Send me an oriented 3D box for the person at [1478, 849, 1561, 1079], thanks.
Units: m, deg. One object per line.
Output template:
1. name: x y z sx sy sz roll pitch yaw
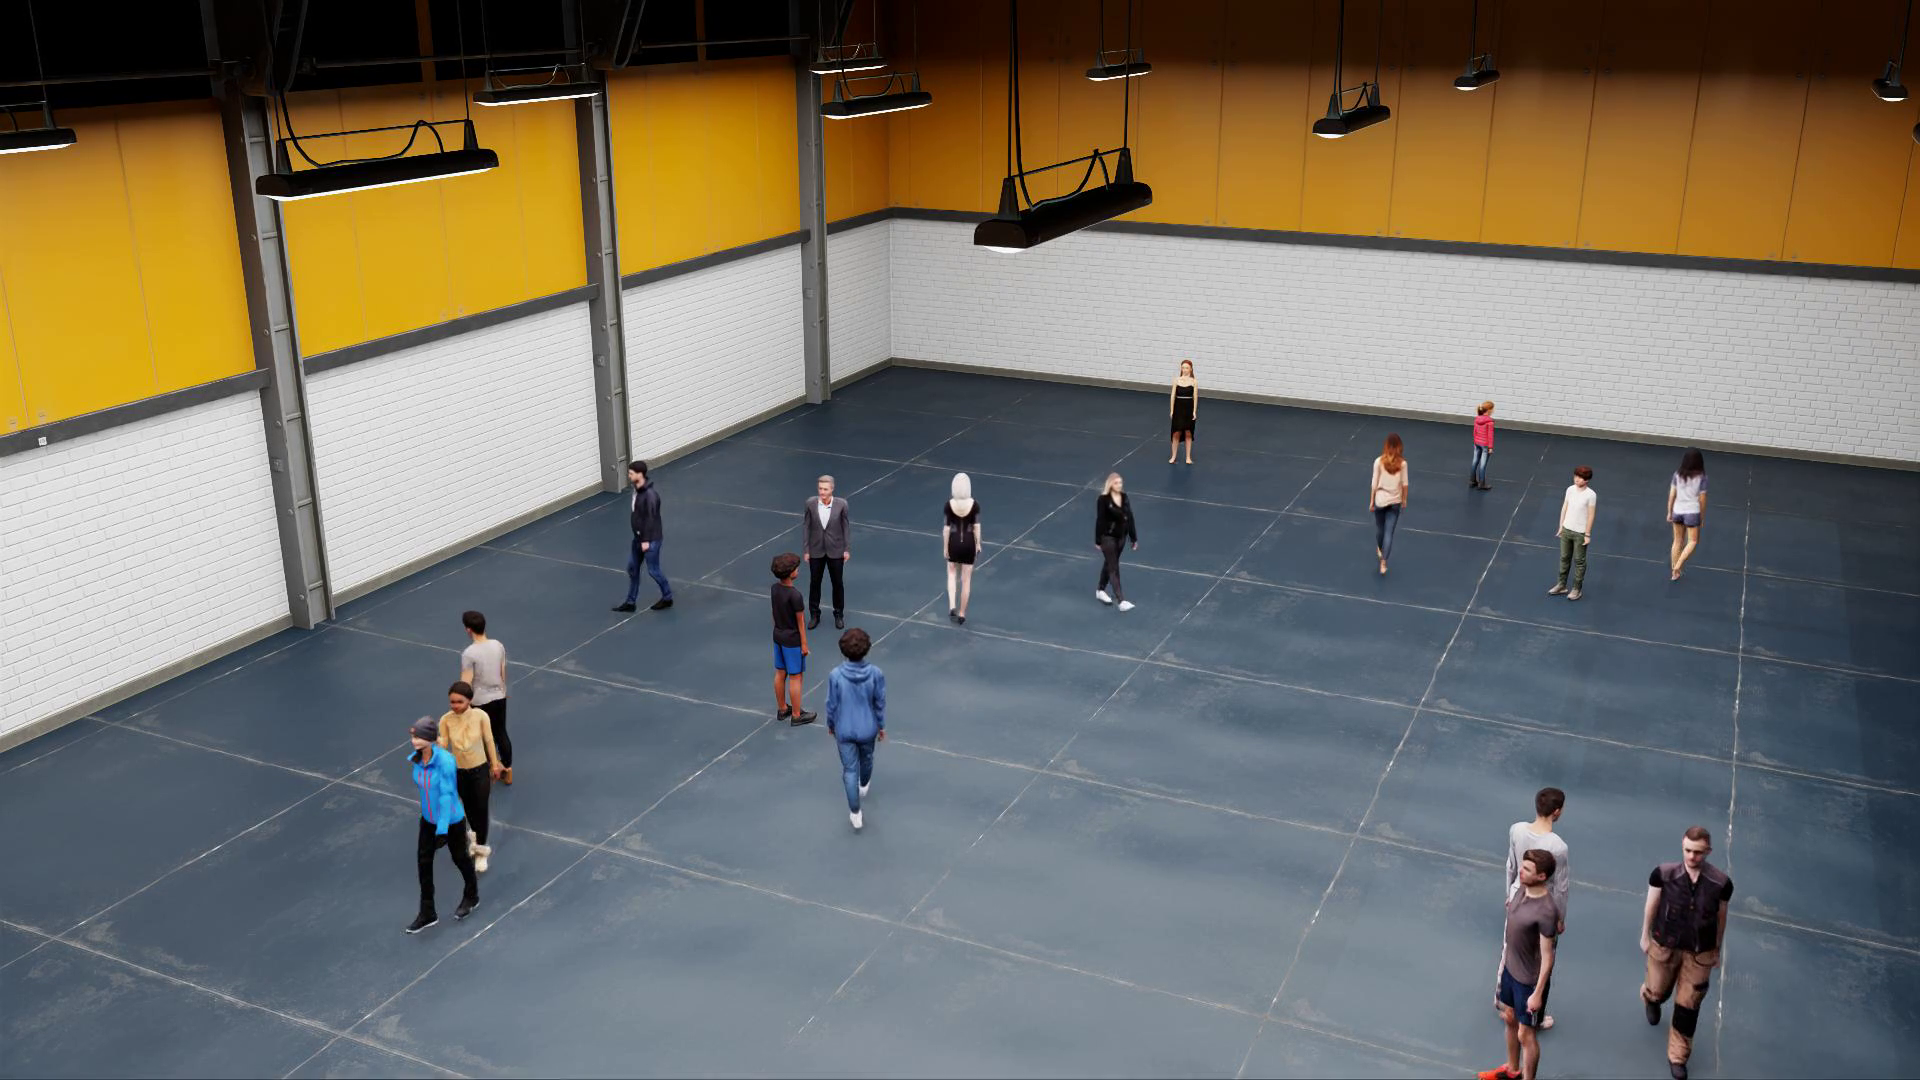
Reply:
1. person: 3.751 2.880 11.001 0.797 1.852 0.675 -2 19 -7

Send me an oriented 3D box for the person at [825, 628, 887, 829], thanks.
1. person: -0.917 1.688 14.676 1.057 1.766 1.229 -2 19 -7

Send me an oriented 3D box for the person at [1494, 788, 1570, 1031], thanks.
1. person: 4.079 2.610 11.813 0.693 1.845 0.702 -14 23 -35

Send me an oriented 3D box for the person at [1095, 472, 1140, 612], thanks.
1. person: 1.778 -0.010 19.895 1.084 1.653 1.020 -12 22 -32

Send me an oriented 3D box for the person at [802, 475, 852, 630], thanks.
1. person: -1.547 0.115 19.236 0.807 1.836 0.777 0 19 -1

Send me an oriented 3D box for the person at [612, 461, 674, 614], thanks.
1. person: -3.617 -0.028 19.643 1.135 1.847 0.990 -12 22 -33

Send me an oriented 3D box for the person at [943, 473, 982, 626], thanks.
1. person: 0.029 0.133 19.207 0.686 1.820 0.701 0 19 0

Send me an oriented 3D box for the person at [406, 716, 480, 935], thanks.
1. person: -4.019 2.191 13.166 0.667 1.776 0.908 9 21 26

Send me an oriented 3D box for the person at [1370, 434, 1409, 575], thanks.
1. person: 5.396 -0.413 20.966 0.743 1.732 1.201 5 19 15

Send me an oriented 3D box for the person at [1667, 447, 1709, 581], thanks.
1. person: 8.975 -0.282 20.600 0.725 1.717 0.845 16 25 40

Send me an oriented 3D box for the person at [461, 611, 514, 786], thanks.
1. person: -4.357 1.504 15.332 0.724 1.695 0.823 -15 24 -37

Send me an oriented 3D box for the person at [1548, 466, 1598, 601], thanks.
1. person: 7.478 -0.107 20.181 0.646 1.654 0.643 -15 24 -37

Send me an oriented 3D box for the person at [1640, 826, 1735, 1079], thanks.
1. person: 4.969 2.747 11.449 0.721 1.817 0.993 6 20 18

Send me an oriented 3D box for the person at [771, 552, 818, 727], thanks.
1. person: -1.722 0.982 16.723 0.685 1.798 0.673 17 25 41

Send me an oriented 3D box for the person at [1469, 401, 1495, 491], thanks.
1. person: 7.713 -1.403 24.564 0.642 1.314 0.597 -9 21 -25

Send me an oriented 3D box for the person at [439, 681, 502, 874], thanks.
1. person: -4.151 1.931 14.154 0.891 1.638 1.029 -1 19 -4

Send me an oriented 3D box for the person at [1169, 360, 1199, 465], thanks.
1. person: 3.484 -2.006 25.865 0.626 1.625 0.648 3 19 9
